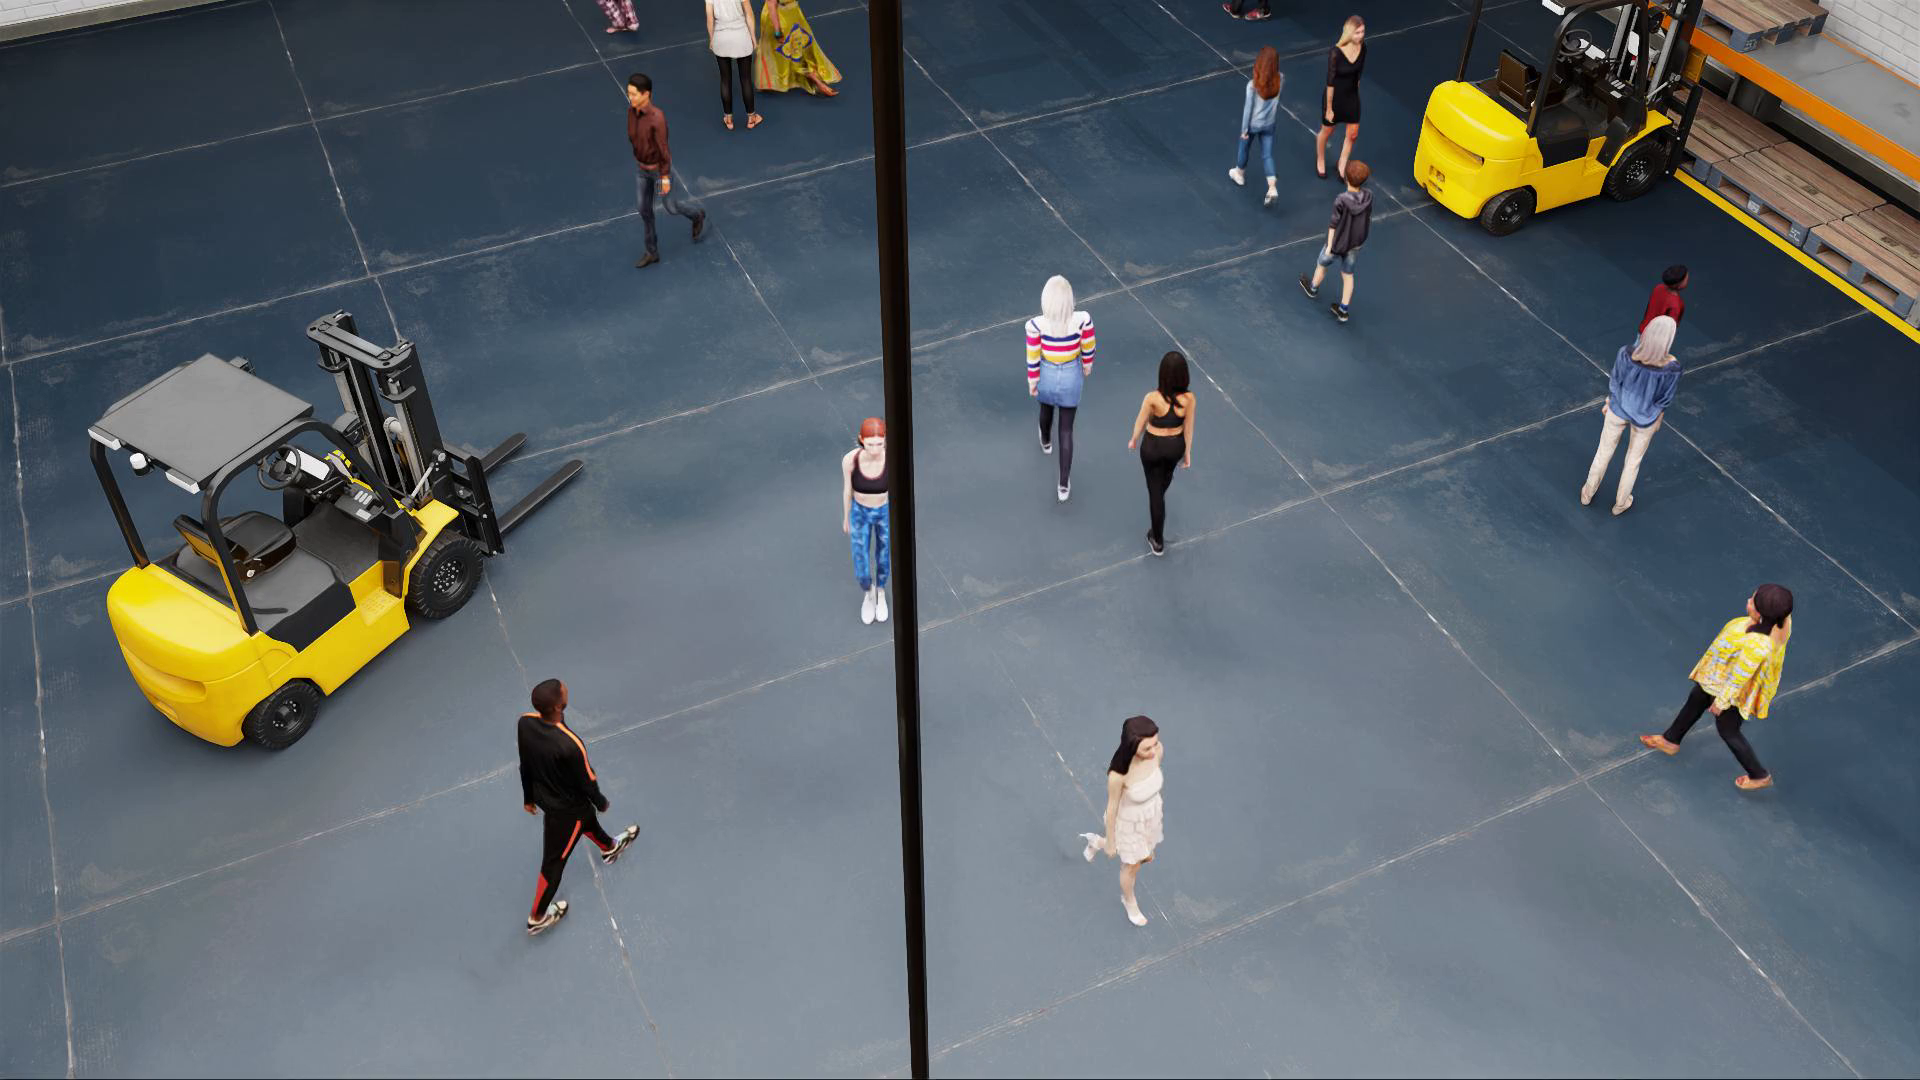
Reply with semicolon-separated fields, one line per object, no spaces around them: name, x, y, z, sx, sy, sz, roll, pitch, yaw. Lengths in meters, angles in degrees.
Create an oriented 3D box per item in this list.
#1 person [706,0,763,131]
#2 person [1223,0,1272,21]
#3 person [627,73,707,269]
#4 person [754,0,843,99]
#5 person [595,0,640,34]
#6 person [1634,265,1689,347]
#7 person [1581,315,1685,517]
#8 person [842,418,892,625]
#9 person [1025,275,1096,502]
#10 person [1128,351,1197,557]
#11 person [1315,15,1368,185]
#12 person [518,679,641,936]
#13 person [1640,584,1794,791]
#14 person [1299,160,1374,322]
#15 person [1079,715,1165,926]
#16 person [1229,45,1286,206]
person;-2.198;-4.816;16.034;0.687;1.827;0.670;0;44;0
person;3.214;-6.412;17.755;1.003;1.775;0.943;8;44;9
person;-2.576;-3.237;14.427;1.111;1.758;1.031;27;50;25
person;-1.832;-5.140;16.539;1.342;1.610;1.183;22;48;21
person;-3.603;-6.129;17.510;0.820;1.692;0.722;-3;44;-3
person;5.461;-1.626;13.103;0.609;1.250;0.490;-8;44;-8
person;4.863;-0.902;12.023;0.678;1.704;0.769;23;48;22
person;-0.579;-0.172;11.208;0.691;1.771;0.745;-3;44;-3
person;0.742;-1.103;12.178;1.007;1.770;1.242;1;44;1
person;1.444;-0.568;11.729;0.710;1.615;1.004;-7;44;-8
person;3.470;-4.099;15.403;0.581;1.660;0.643;-13;45;-13
person;-2.313;1.543;9.407;1.179;1.761;1.000;29;51;27
person;4.804;0.932;10.149;1.175;1.623;1.046;22;48;21
person;3.233;-2.460;13.855;0.616;1.421;0.876;-13;45;-13
person;0.923;1.553;9.424;0.691;1.722;0.875;-29;51;-27
person;2.791;-3.772;15.212;0.614;1.450;1.003;-14;45;-14
